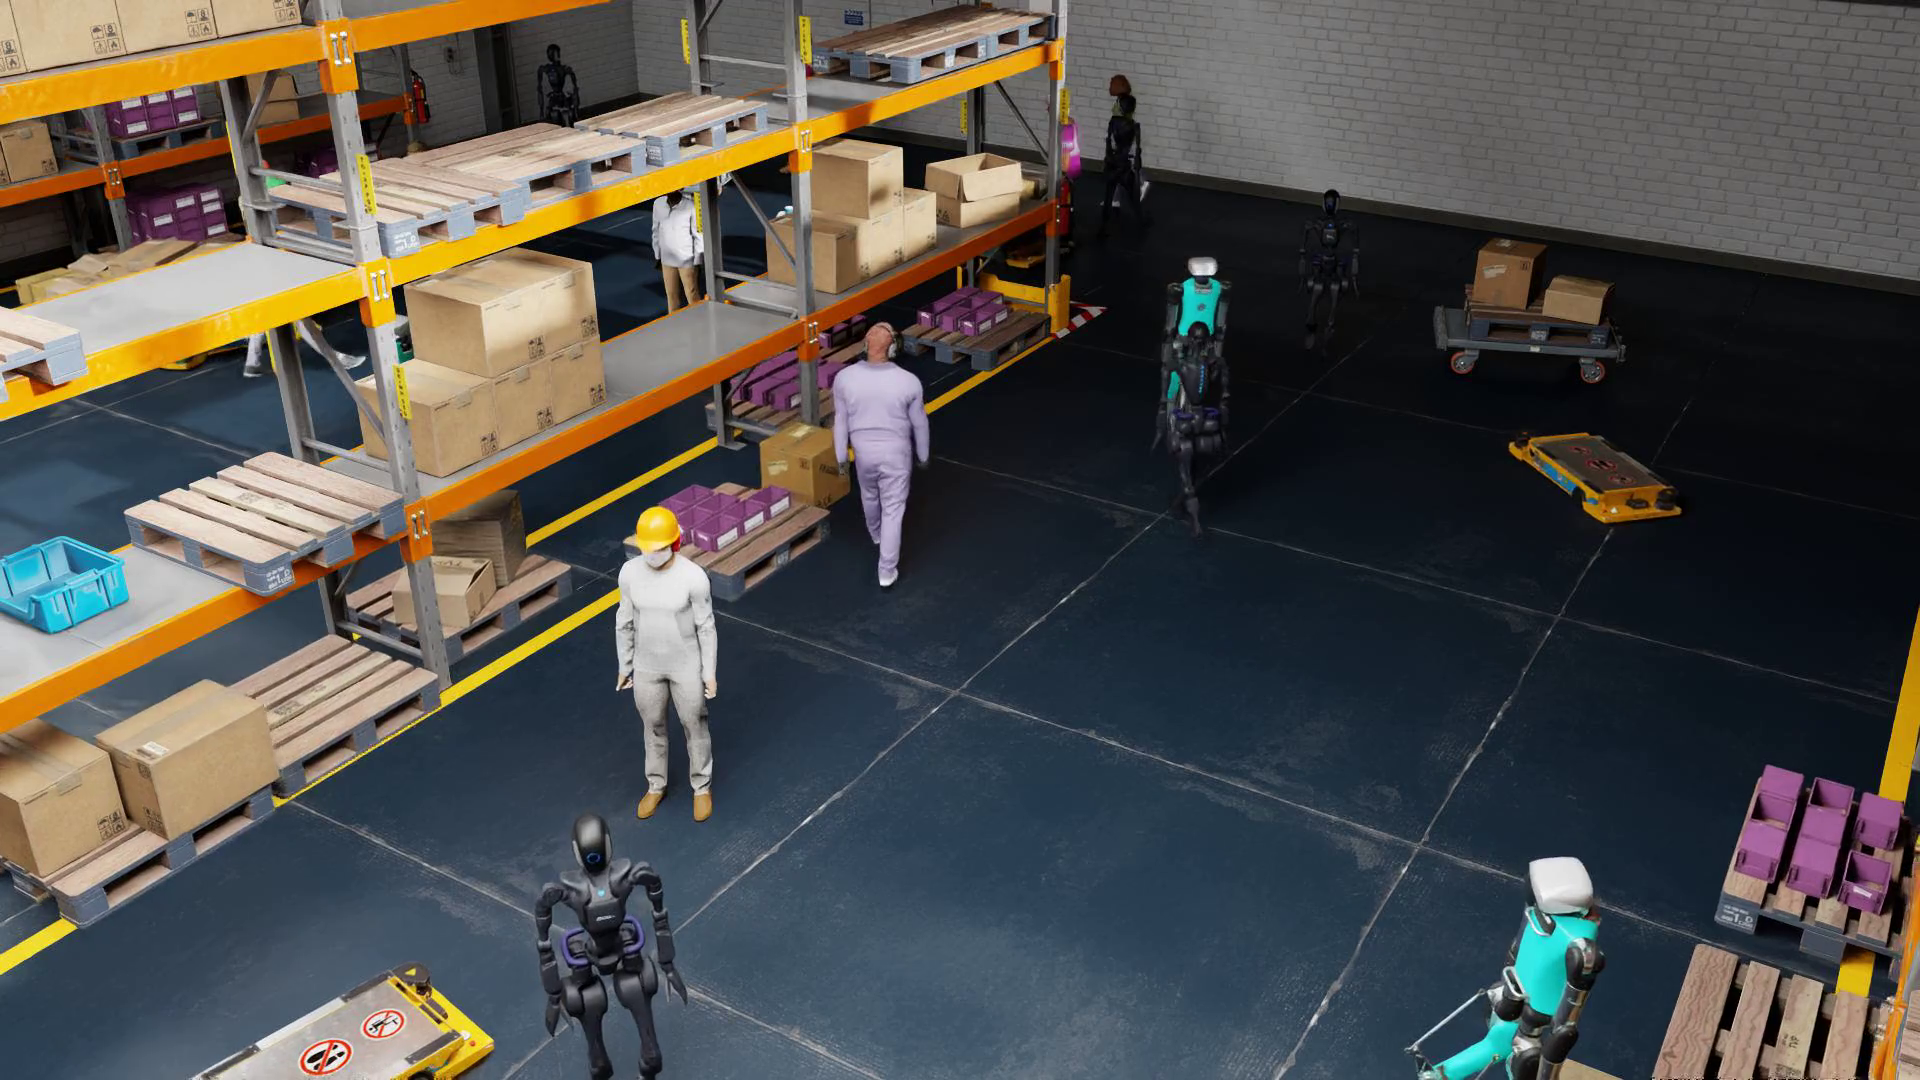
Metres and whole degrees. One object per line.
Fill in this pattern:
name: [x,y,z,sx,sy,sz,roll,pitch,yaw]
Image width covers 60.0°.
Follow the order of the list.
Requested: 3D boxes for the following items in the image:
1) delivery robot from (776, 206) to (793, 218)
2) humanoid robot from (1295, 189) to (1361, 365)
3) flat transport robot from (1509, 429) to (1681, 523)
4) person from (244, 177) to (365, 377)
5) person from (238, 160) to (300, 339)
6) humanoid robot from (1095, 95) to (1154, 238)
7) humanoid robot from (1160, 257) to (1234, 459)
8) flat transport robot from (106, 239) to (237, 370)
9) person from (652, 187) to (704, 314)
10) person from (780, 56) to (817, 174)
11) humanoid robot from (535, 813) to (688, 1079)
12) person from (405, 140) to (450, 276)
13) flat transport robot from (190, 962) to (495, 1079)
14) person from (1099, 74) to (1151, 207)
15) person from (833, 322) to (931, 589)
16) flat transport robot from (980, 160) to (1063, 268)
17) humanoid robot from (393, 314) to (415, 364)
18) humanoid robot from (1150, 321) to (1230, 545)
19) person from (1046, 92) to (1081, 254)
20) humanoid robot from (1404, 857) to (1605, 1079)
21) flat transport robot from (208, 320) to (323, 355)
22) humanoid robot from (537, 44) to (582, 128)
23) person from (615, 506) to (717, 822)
delivery robot: [-1.900,-3.447,18.678,0.499,0.598,0.802,-1,27,-2]
humanoid robot: [3.454,-2.478,15.536,0.609,1.644,0.458,5,27,11]
flat transport robot: [5.039,-0.533,13.248,0.659,0.231,1.431,-6,27,-11]
person: [-6.142,-2.390,15.117,1.066,1.884,0.532,-11,29,-20]
person: [-6.656,-2.802,16.088,0.561,1.742,0.334,22,34,36]
humanoid robot: [1.899,-4.337,19.232,0.747,1.624,0.590,-20,33,-35]
humanoid robot: [1.854,-1.530,13.591,0.536,1.737,0.943,-3,27,-6]
flat transport robot: [-7.389,-1.984,16.107,0.659,0.231,1.431,4,27,8]
person: [-2.694,-2.698,15.873,0.560,1.751,0.323,12,29,22]
person: [-2.066,-5.700,21.738,0.638,1.802,0.684,-2,27,-4]
humanoid robot: [-1.474,1.830,7.032,0.599,1.645,0.354,-10,29,-20]
person: [-5.135,-2.870,16.032,0.660,1.914,0.774,3,27,7]
flat transport robot: [-2.877,2.433,7.404,0.659,0.231,1.431,23,35,37]
person: [2.024,-4.844,20.259,0.535,1.612,0.503,10,28,18]
person: [-0.521,-0.655,11.749,0.662,1.846,0.965,7,28,14]
flat transport robot: [0.396,-3.349,18.797,1.431,0.231,0.659,20,33,34]
humanoid robot: [-3.682,-0.781,12.111,0.866,1.771,0.598,3,27,7]
humanoid robot: [1.705,-0.813,12.295,0.598,1.626,0.699,-6,28,-12]
person: [1.139,-4.118,18.594,0.408,1.834,0.593,-3,27,-6]
humanoid robot: [2.068,2.038,6.600,0.666,1.838,0.556,-1,27,-2]
flat transport robot: [-7.041,-2.025,16.189,1.431,0.231,0.659,-20,33,-34]
humanoid robot: [-5.285,-5.674,21.855,0.603,1.624,0.767,4,27,8]
person: [-1.596,0.676,9.072,0.561,1.896,0.355,3,27,5]
